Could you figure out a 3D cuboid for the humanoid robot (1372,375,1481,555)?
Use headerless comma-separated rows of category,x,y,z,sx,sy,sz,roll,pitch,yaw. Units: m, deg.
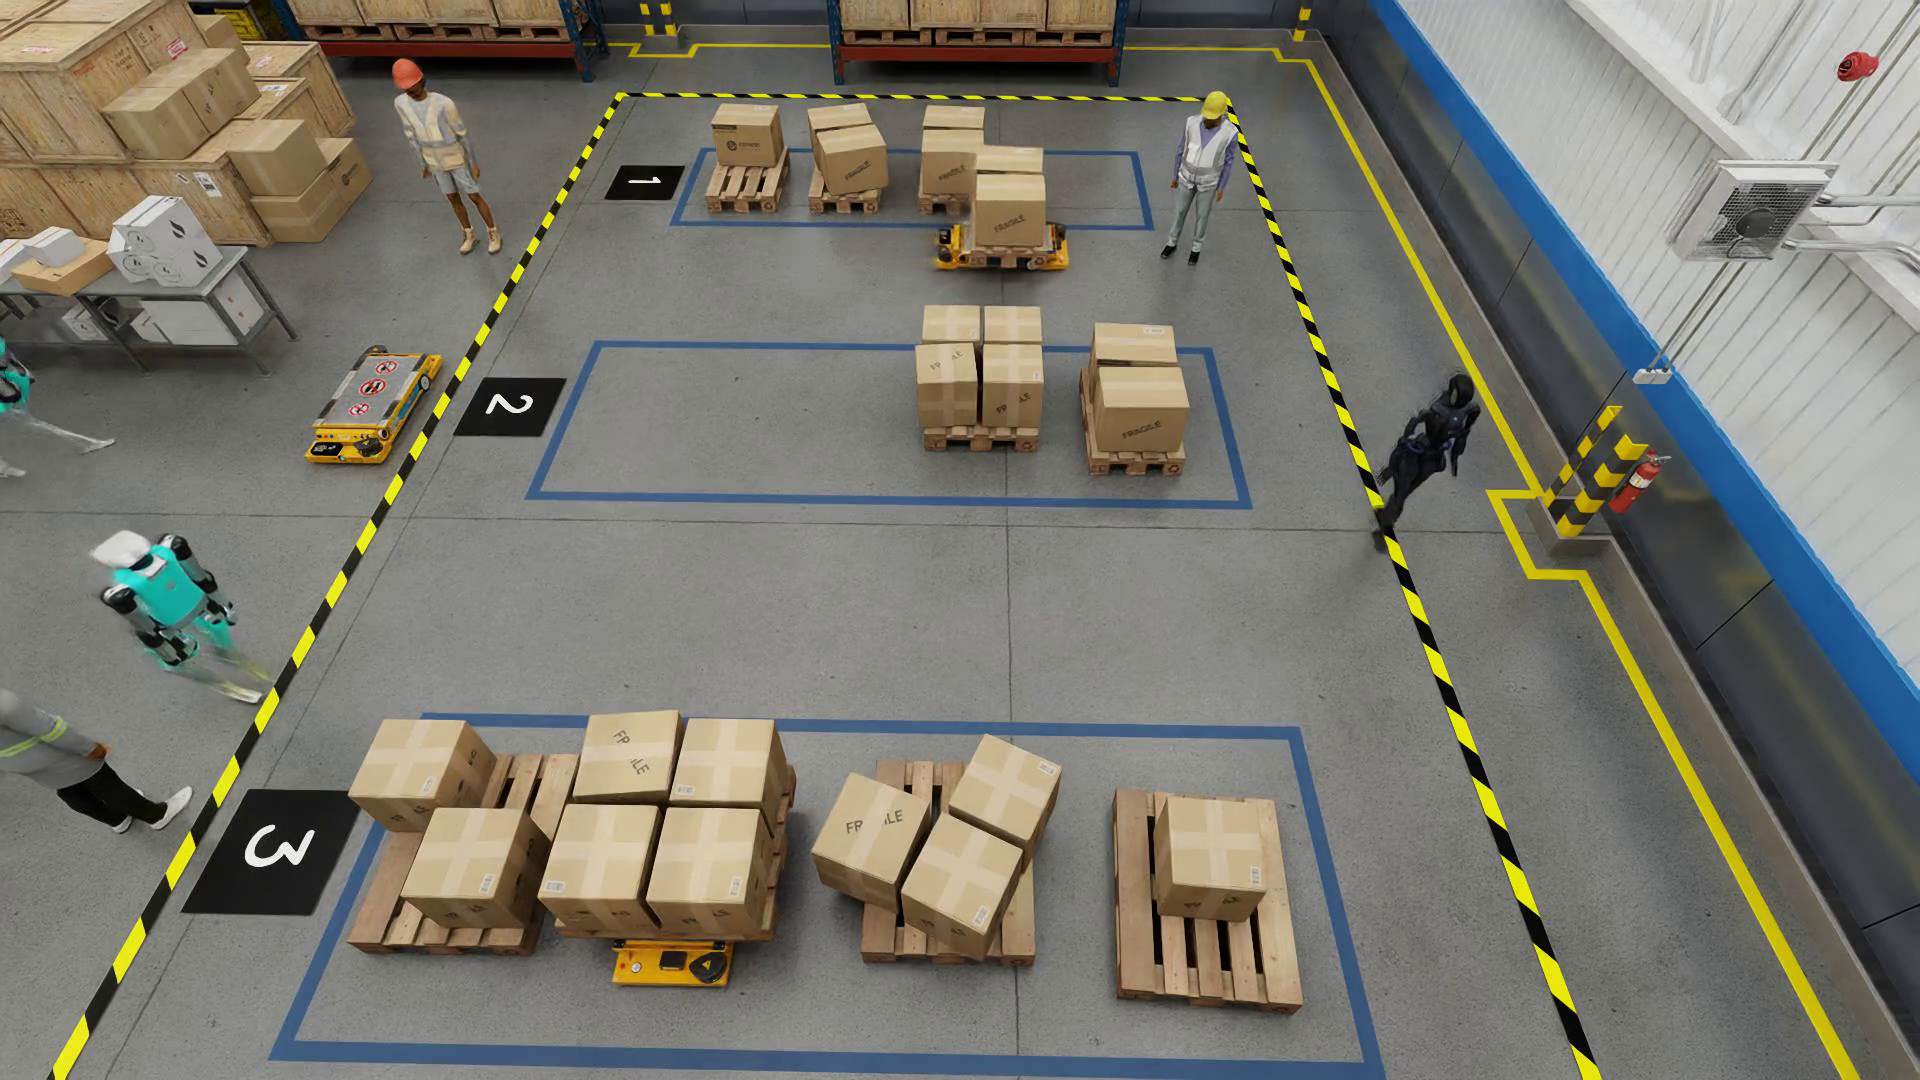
humanoid robot,3.530,-0.598,6.959,0.612,1.640,0.537,-7,50,-6

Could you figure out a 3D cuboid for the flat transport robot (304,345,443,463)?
flat transport robot,-5.383,-1.269,8.441,0.659,0.231,1.431,1,50,1

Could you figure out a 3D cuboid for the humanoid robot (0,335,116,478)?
humanoid robot,-8.058,-1.218,7.448,0.963,1.765,0.542,-22,53,-18

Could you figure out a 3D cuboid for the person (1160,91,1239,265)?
person,2.479,-3.740,9.513,0.586,1.823,0.403,21,53,17

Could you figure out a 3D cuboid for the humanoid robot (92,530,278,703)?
humanoid robot,-5.073,0.578,5.965,0.766,1.845,0.539,10,50,8

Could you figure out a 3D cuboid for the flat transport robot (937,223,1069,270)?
flat transport robot,0.470,-3.255,10.103,1.431,0.197,0.652,1,50,1

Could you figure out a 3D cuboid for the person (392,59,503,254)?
person,-5.346,-3.936,9.537,0.613,2.040,0.376,0,50,0

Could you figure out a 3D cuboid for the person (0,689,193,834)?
person,-5.323,1.186,5.330,0.588,1.847,0.407,1,50,1

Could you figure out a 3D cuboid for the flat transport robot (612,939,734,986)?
flat transport robot,-1.659,1.971,5.681,0.652,0.197,1.431,1,50,1
